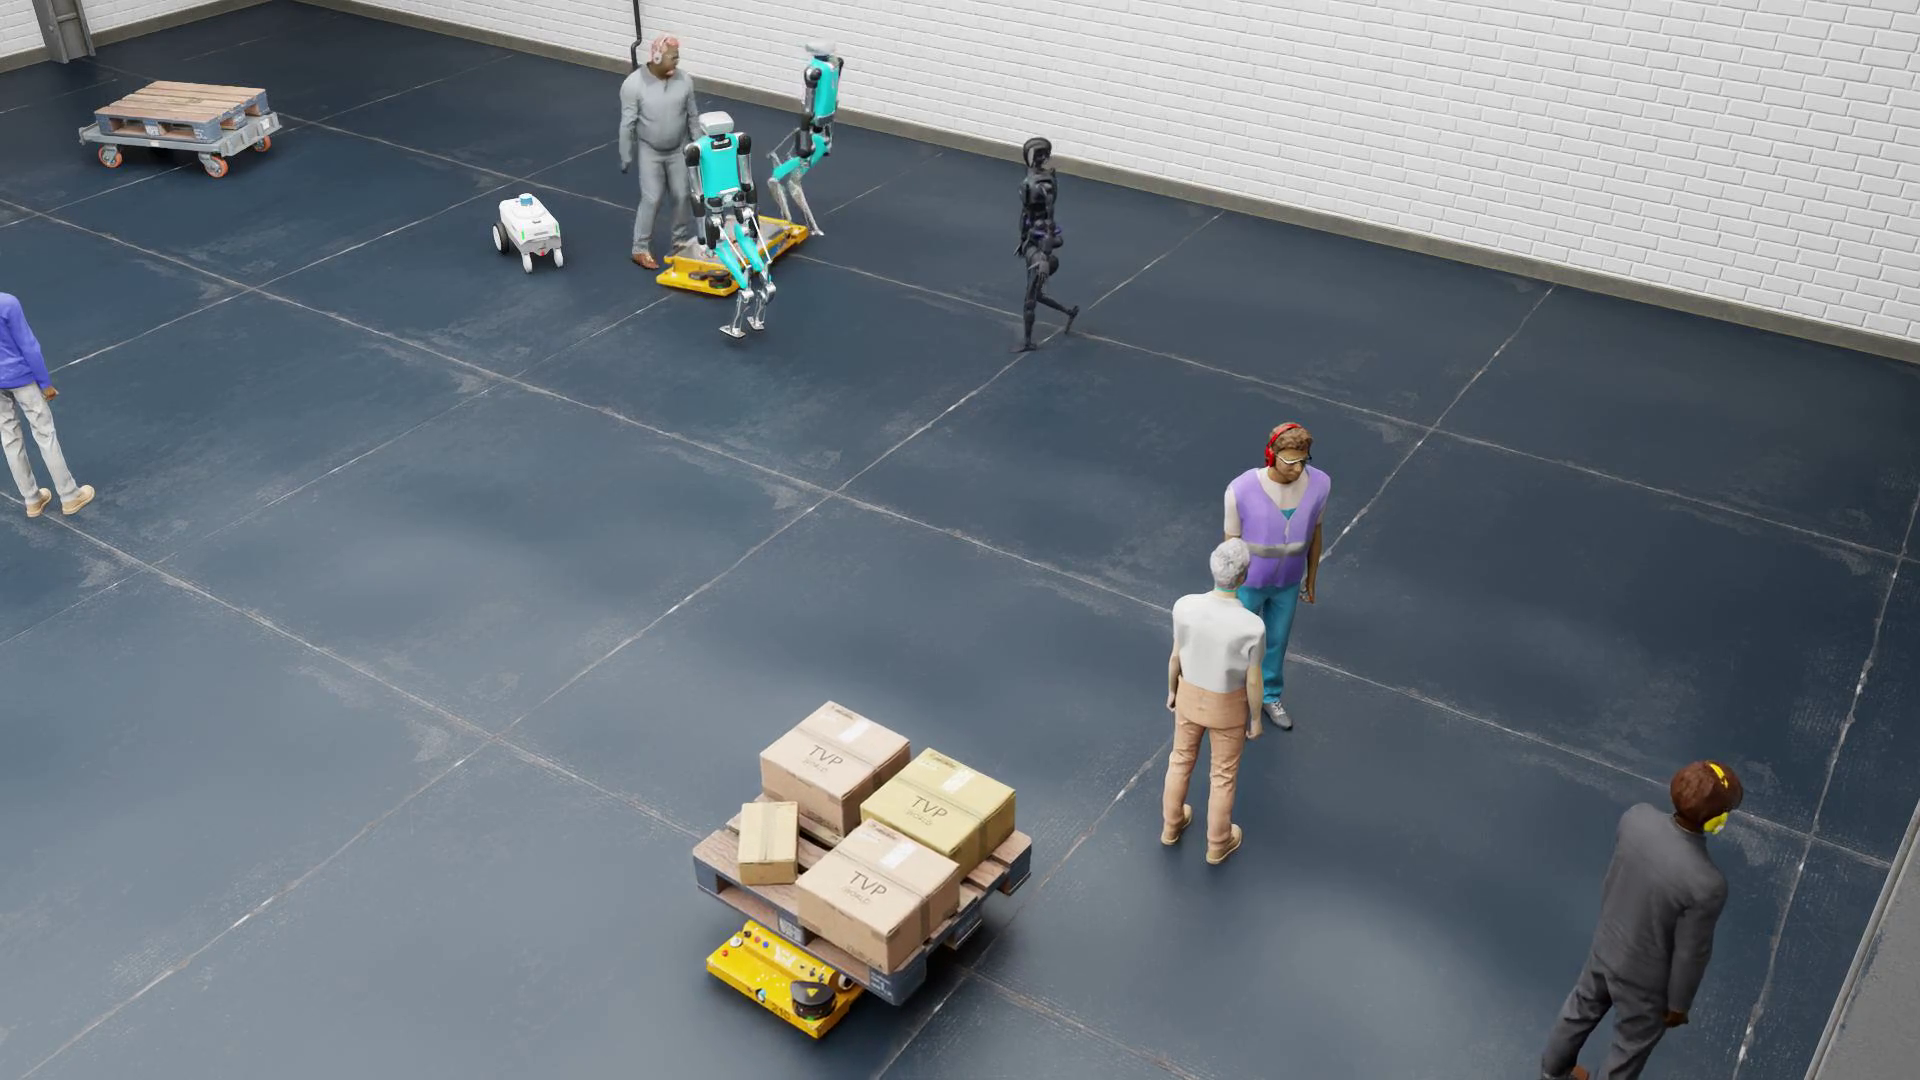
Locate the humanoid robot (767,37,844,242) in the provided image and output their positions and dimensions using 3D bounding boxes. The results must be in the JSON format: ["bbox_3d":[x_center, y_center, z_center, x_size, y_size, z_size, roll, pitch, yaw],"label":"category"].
[{"bbox_3d":[-1.371,-3.426,14.215,0.754,1.758,0.543,13,35,20],"label":"humanoid robot"}]

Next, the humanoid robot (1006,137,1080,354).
[{"bbox_3d":[0.653,-2.198,12.394,0.620,1.639,0.612,-10,34,-14],"label":"humanoid robot"}]

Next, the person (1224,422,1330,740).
[{"bbox_3d":[1.568,0.198,8.506,0.557,1.835,0.392,-8,34,-13],"label":"person"}]

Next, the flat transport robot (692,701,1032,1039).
[{"bbox_3d":[-0.440,1.652,7.686,0.659,0.231,1.431,22,39,30],"label":"flat transport robot"}]

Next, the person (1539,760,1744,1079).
[{"bbox_3d":[2.588,1.593,6.312,0.370,1.862,0.507,-12,35,-18],"label":"person"}]

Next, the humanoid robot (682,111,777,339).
[{"bbox_3d":[-1.634,-2.276,12.316,0.533,1.677,0.735,-20,38,-28],"label":"humanoid robot"}]

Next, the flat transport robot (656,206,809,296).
[{"bbox_3d":[-1.907,-2.451,14.070,0.659,0.231,1.431,14,35,20],"label":"flat transport robot"}]

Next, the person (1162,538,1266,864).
[{"bbox_3d":[1.183,0.756,7.722,0.475,1.739,0.309,18,37,26],"label":"person"}]

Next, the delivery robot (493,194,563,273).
[{"bbox_3d":[-3.641,-2.642,14.091,0.499,0.581,0.774,-16,36,-23],"label":"delivery robot"}]

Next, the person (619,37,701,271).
[{"bbox_3d":[-2.471,-3.207,13.761,0.727,1.875,0.429,-19,37,-26],"label":"person"}]

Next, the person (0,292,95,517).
[{"bbox_3d":[-5.888,-0.999,10.336,0.458,1.867,0.356,-2,33,-3],"label":"person"}]
